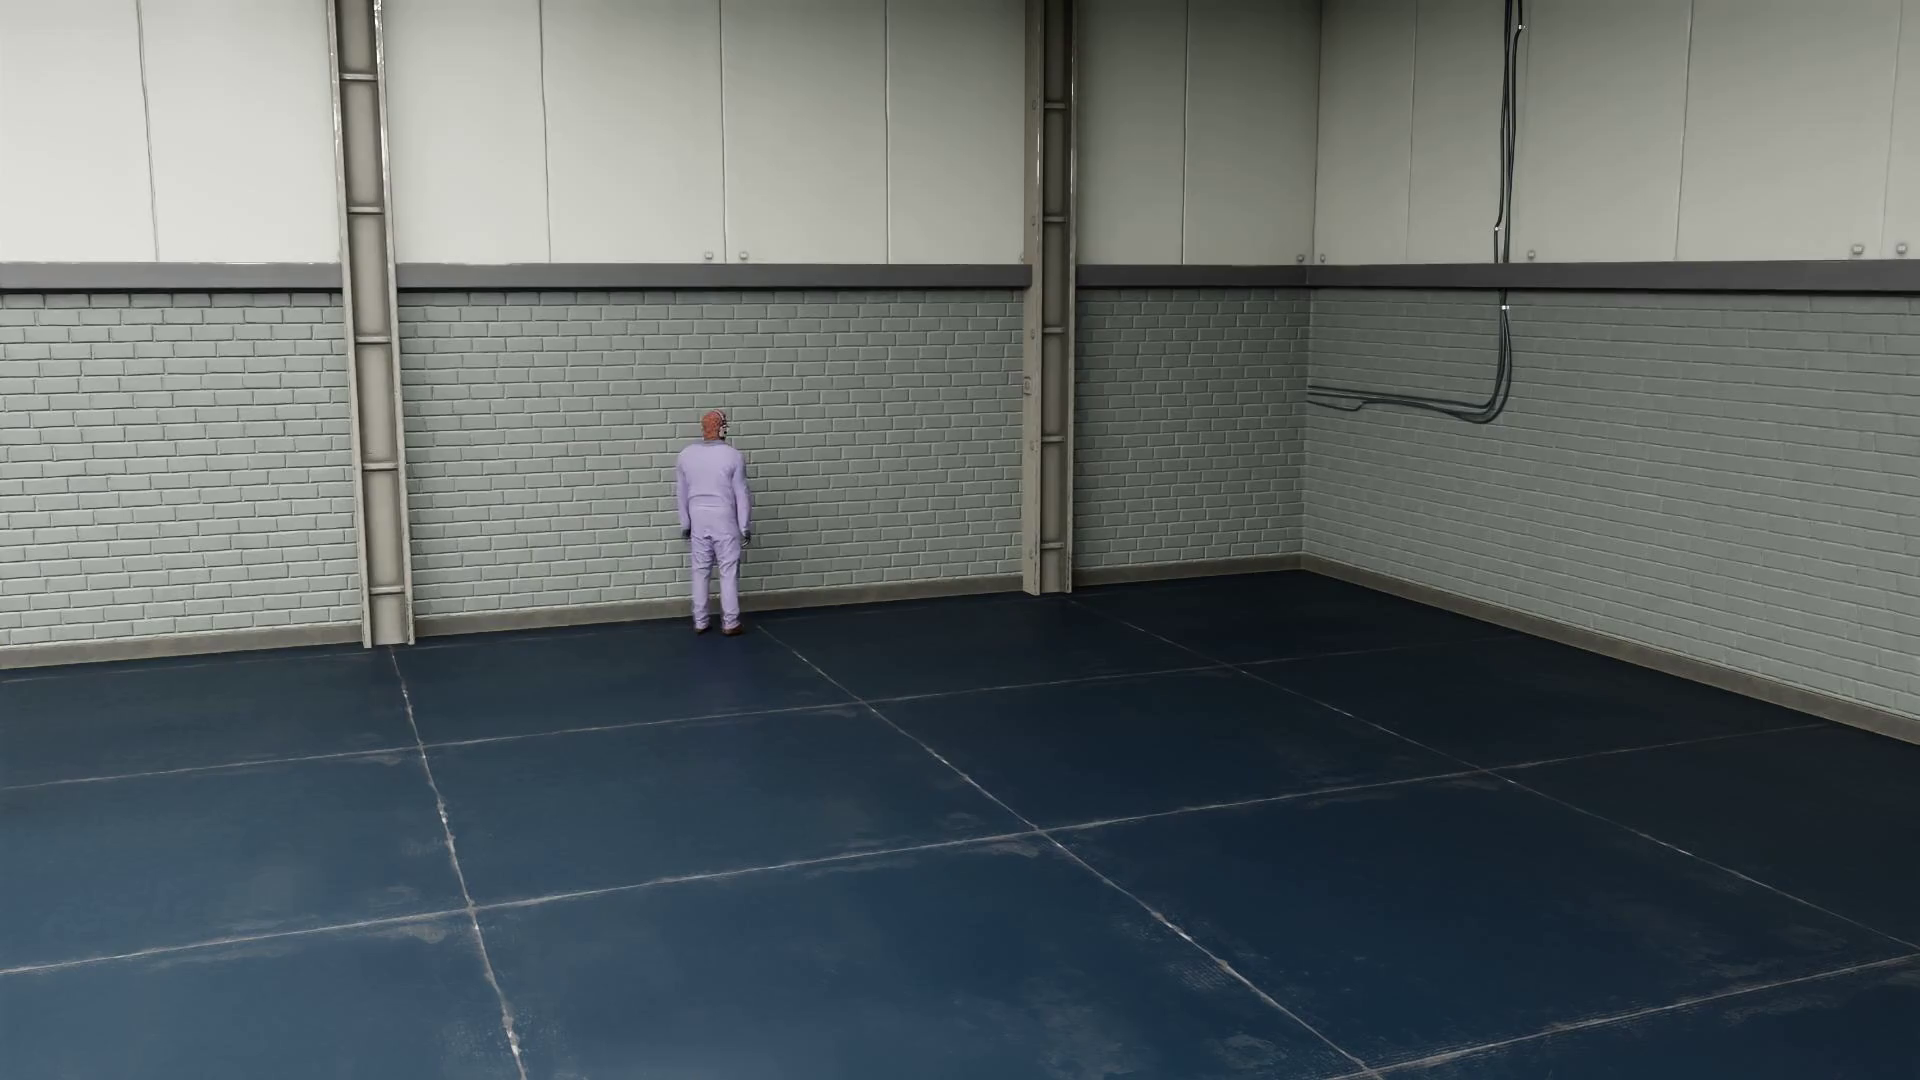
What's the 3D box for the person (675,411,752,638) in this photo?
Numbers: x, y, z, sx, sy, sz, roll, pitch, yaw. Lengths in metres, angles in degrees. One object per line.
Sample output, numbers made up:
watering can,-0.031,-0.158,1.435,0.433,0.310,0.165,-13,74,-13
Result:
person,-2.066,-0.123,14.003,0.666,1.923,0.471,3,10,18
